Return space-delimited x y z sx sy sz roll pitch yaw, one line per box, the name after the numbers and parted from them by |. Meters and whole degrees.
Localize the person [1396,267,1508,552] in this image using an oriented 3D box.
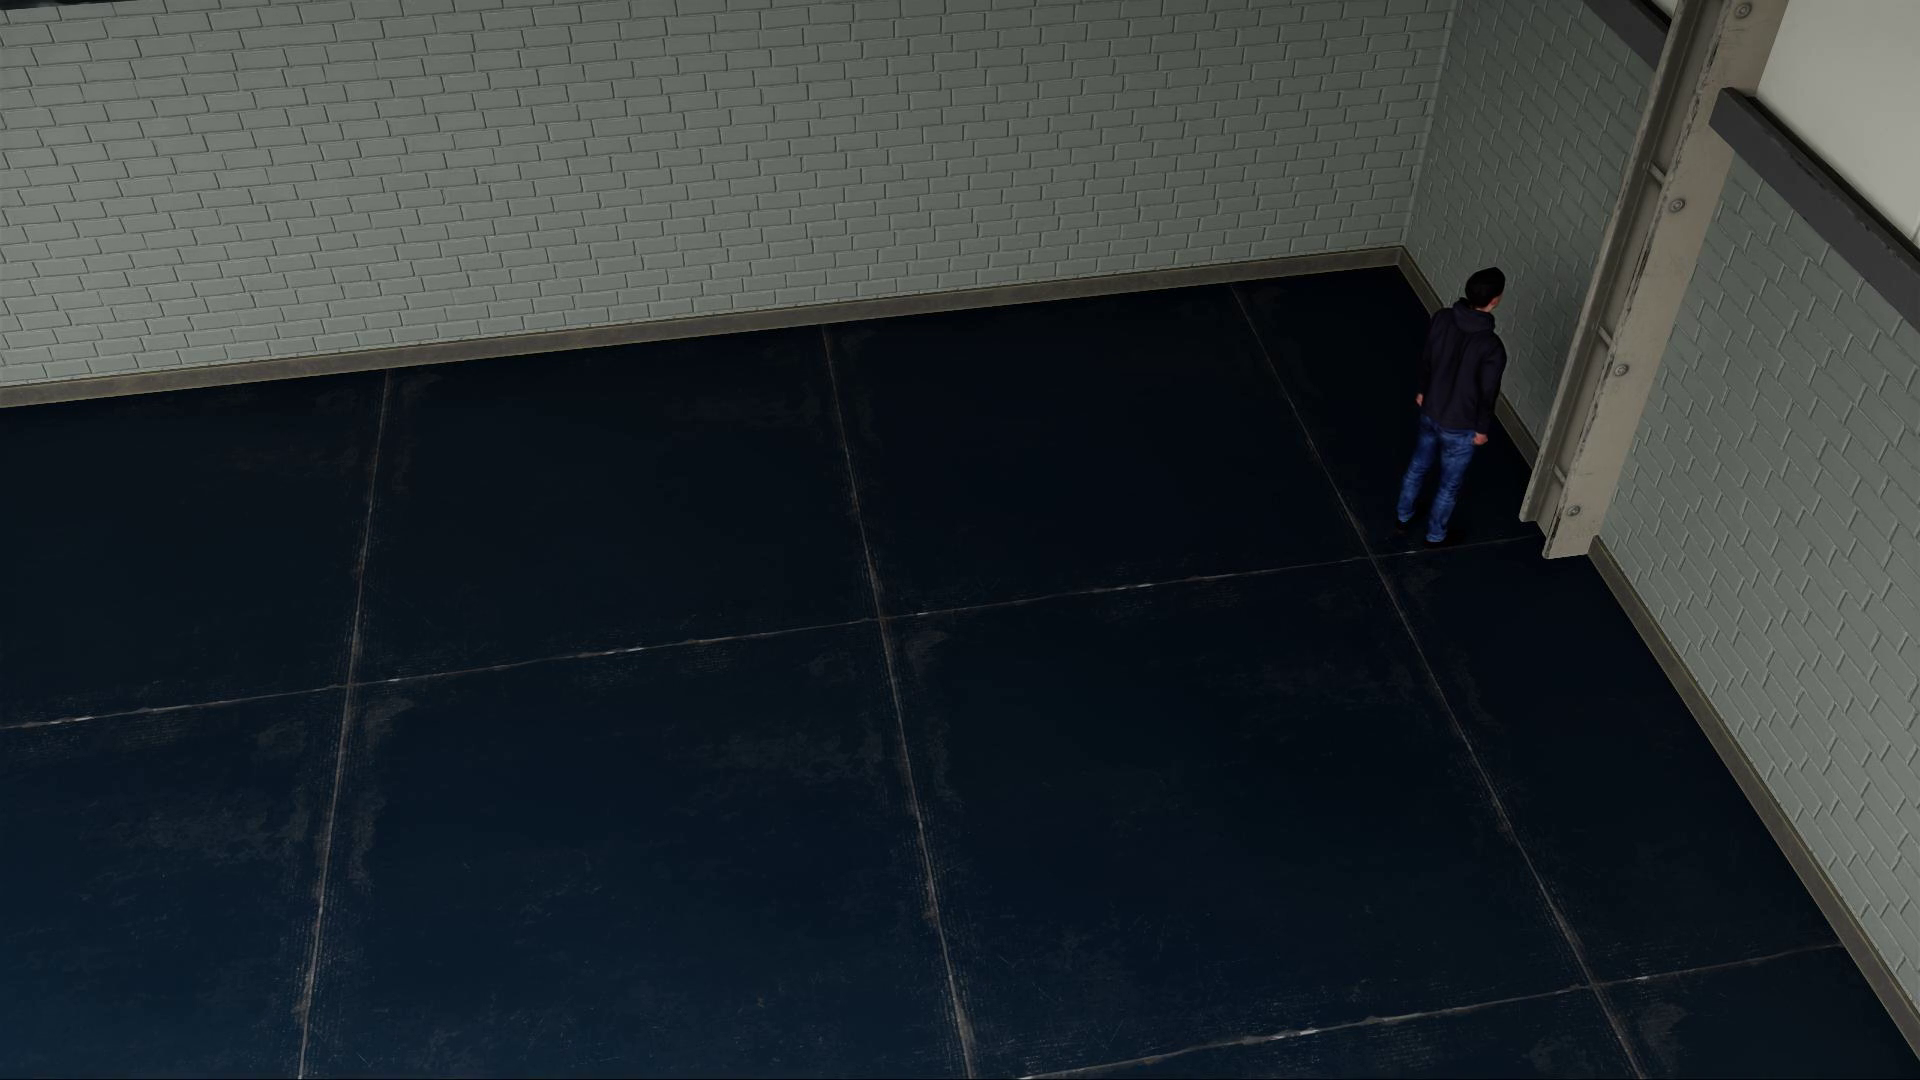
2.819 -0.734 9.565 0.814 1.894 0.670 -25 48 -24 | person
